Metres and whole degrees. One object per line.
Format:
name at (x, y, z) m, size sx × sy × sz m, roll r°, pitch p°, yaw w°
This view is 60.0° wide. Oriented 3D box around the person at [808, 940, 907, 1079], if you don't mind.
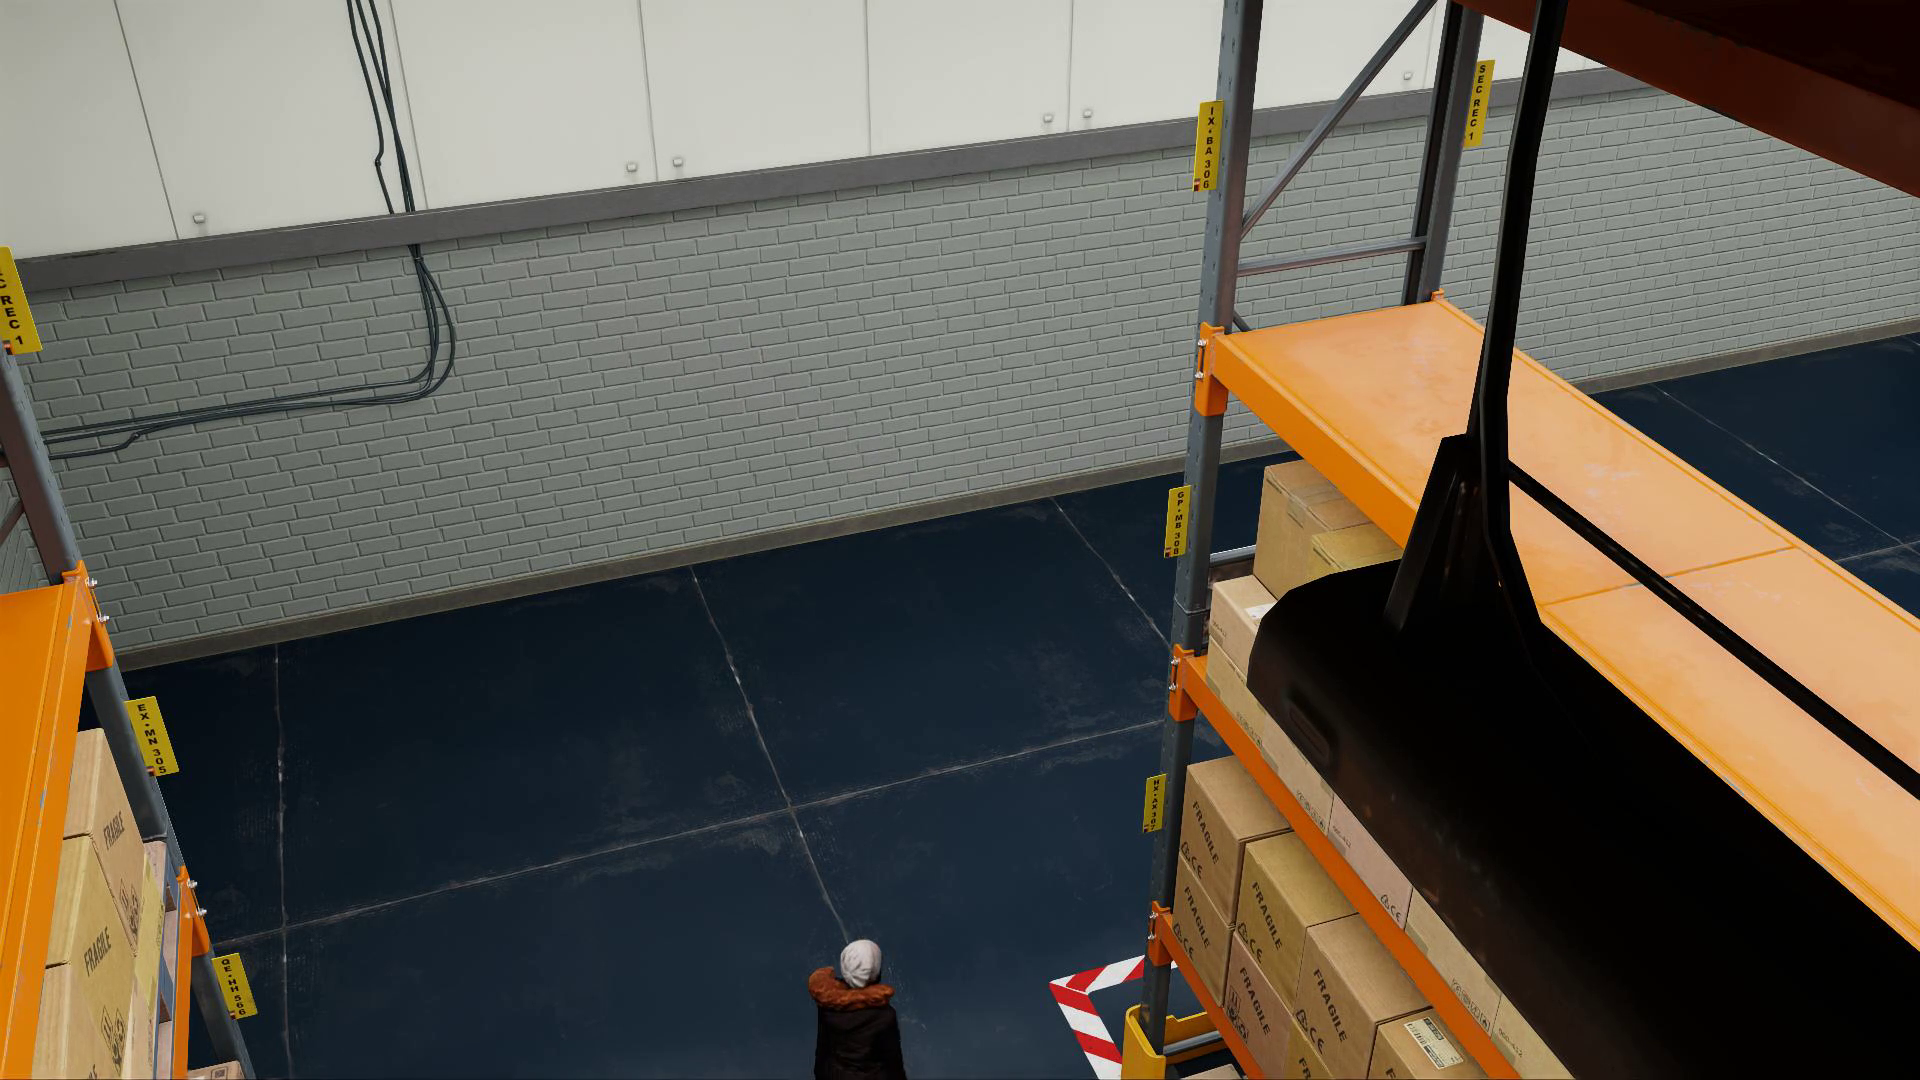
person at (-0.502, 2.530, 7.555) m, size 1.031 × 1.604 × 0.983 m, roll 23°, pitch 39°, yaw 32°
